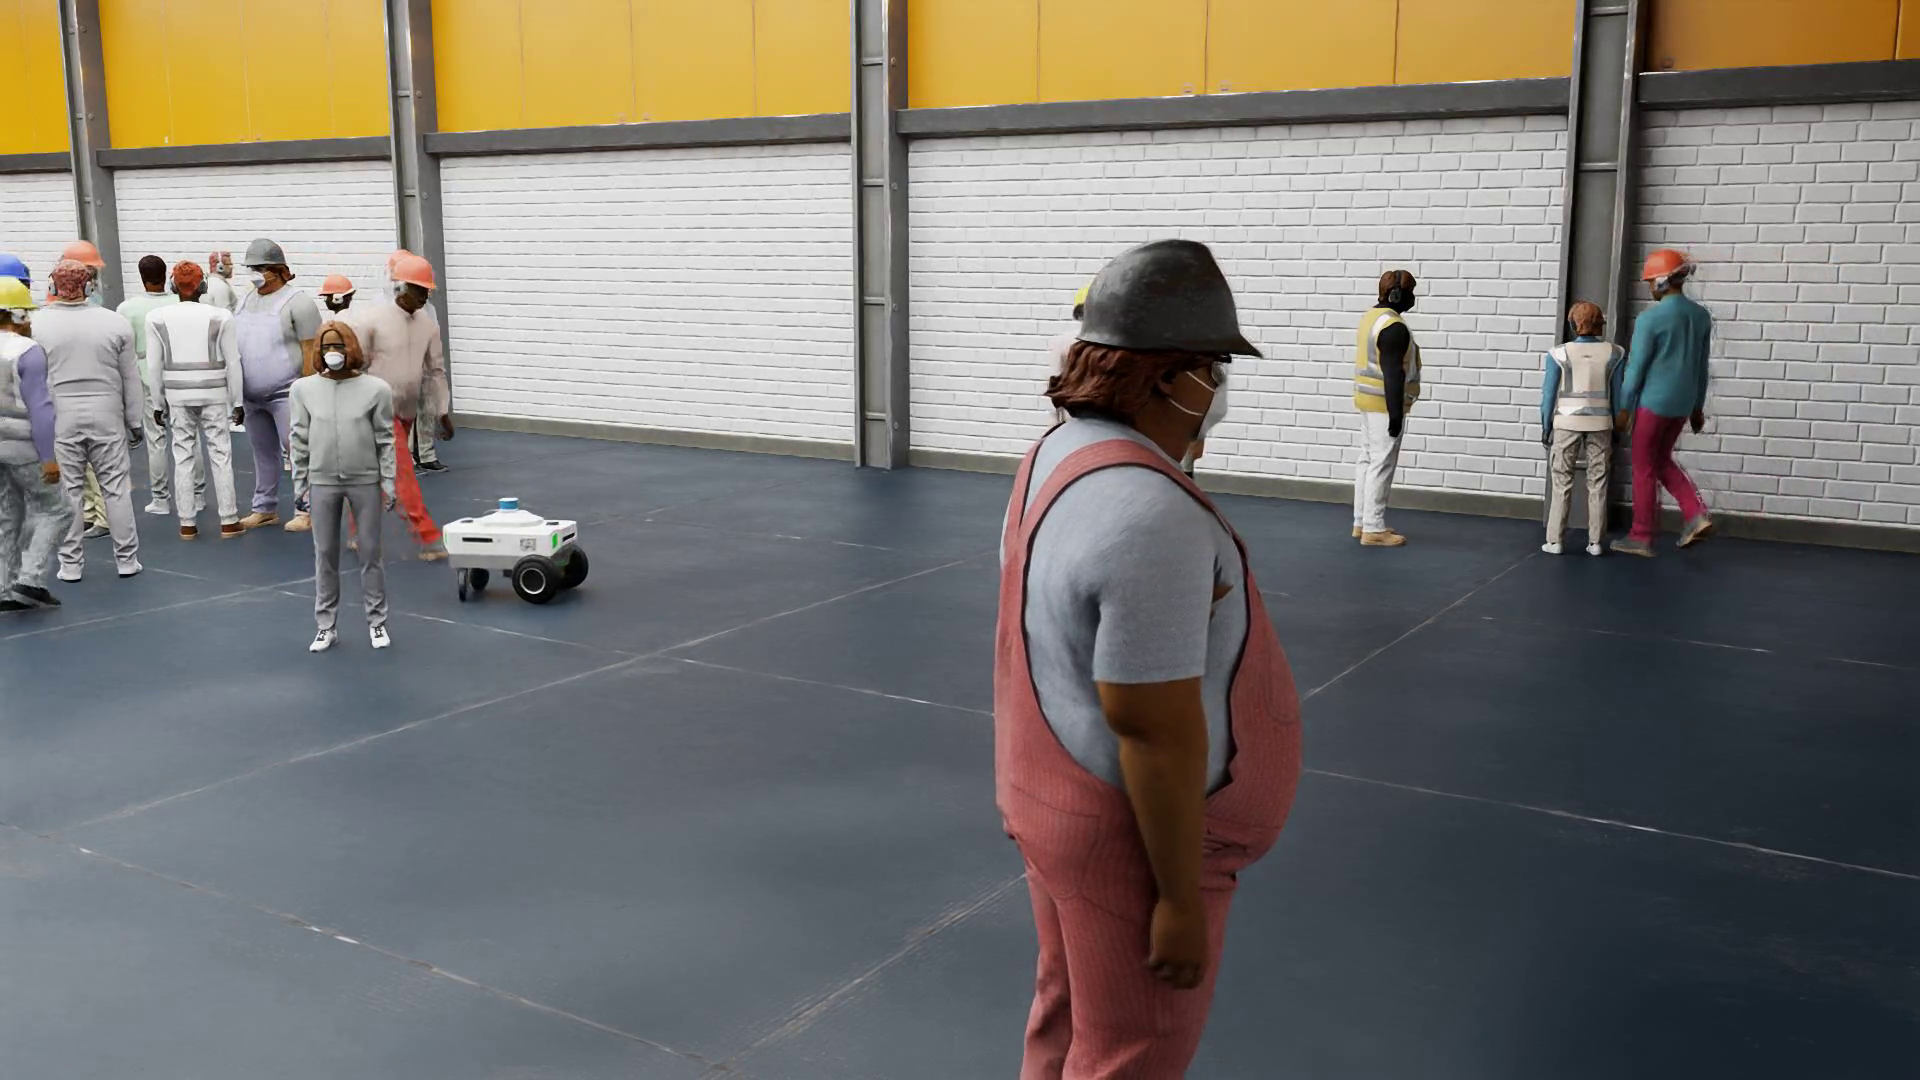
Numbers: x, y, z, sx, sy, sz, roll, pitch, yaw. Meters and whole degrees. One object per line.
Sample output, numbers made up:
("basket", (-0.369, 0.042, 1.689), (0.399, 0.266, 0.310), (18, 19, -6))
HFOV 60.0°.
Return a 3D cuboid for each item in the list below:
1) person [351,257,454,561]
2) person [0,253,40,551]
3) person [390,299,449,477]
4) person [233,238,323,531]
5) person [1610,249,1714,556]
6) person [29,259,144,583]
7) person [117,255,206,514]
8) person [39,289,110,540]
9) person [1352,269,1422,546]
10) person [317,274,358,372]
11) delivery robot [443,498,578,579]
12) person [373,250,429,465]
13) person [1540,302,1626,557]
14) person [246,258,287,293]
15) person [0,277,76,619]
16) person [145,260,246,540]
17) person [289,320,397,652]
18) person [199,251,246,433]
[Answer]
("person", (-3.548, -0.826, 10.565), (1.061, 1.906, 0.626), (5, 11, 26))
("person", (-6.211, -0.897, 10.898), (0.604, 1.939, 0.415), (6, 12, 29))
("person", (-4.675, -1.460, 14.330), (0.403, 1.824, 0.594), (4, 11, 21))
("person", (-4.800, -1.074, 11.584), (0.684, 2.000, 0.538), (3, 11, 18))
("person", (4.491, -0.858, 10.581), (0.618, 1.966, 0.493), (-6, 12, -31))
("person", (-5.206, -0.701, 9.885), (0.651, 1.907, 0.409), (-6, 12, -30))
("person", (-5.889, -1.144, 12.323), (0.589, 1.915, 0.393), (-8, 13, -39))
("person", (-5.993, -0.880, 11.299), (0.342, 1.751, 0.564), (-8, 13, -38))
("person", (2.848, -0.877, 11.095), (0.429, 1.833, 0.628), (0, 10, 0))
("person", (-4.965, -1.261, 13.413), (0.334, 1.749, 0.575), (-2, 11, -13))
("delivery robot", (-2.560, 0.003, 9.474), (0.707, 0.478, 0.477), (2, 10, 9))
("person", (-4.887, -1.592, 14.735), (0.361, 1.935, 0.553), (7, 12, 34))
("person", (3.977, -0.700, 10.650), (0.514, 1.634, 0.313), (1, 10, 8))
("person", (-7.059, -2.049, 17.109), (0.622, 1.992, 0.393), (7, 12, 32))
("person", (-5.037, -0.484, 8.906), (0.638, 1.824, 0.422), (5, 11, 24))
("person", (-5.157, -0.939, 11.258), (0.585, 1.886, 0.342), (-3, 11, -16))
("person", (-3.036, -0.263, 8.216), (0.498, 1.633, 0.282), (-2, 11, -13))
("person", (-7.765, -2.090, 17.584), (0.399, 1.907, 0.644), (-8, 13, -38))
